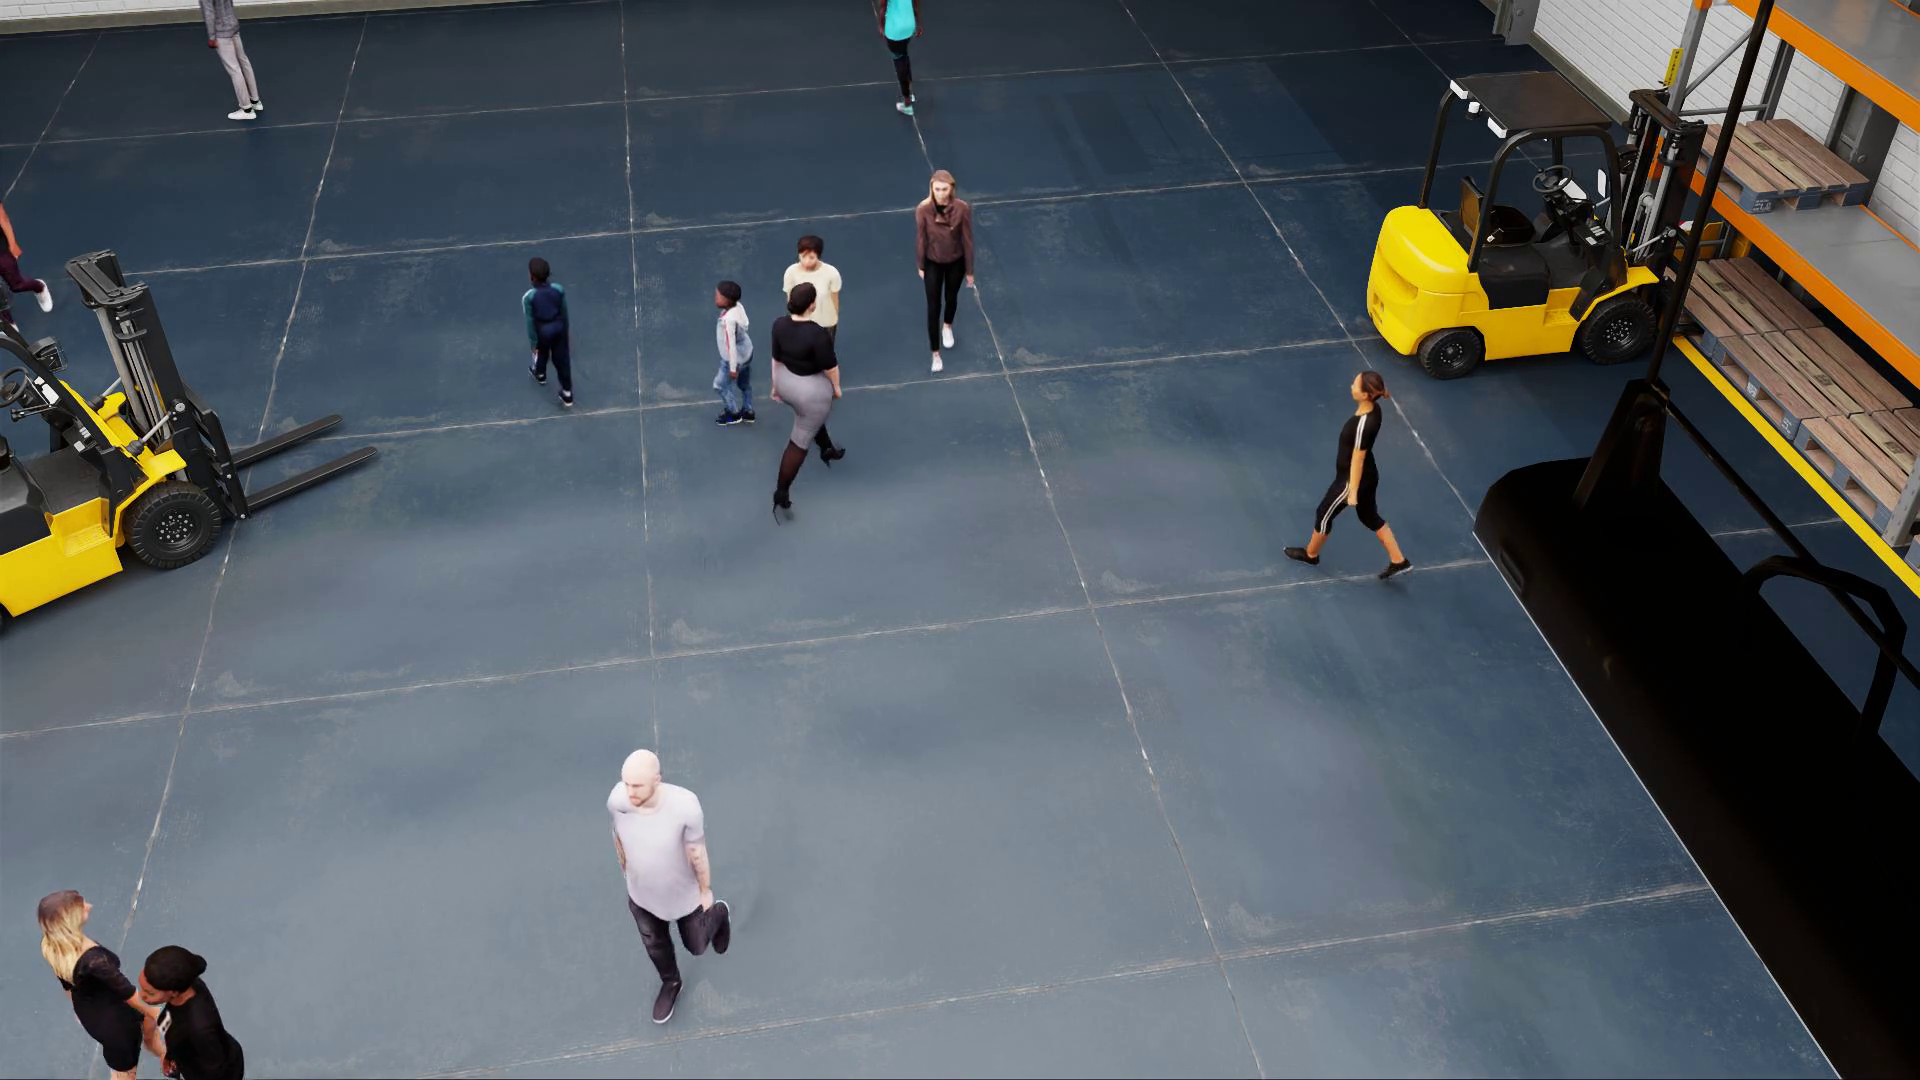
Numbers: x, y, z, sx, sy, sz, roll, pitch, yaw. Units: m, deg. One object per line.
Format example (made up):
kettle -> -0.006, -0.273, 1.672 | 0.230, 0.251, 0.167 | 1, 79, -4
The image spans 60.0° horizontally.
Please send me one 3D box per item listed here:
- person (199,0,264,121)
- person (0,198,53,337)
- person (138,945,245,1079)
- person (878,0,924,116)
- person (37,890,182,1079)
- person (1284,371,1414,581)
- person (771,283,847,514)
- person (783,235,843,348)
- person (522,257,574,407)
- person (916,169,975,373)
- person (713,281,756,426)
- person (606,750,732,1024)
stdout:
person -> -7.574, -5.268, 17.151 | 0.802, 1.839, 0.609 | 5, 39, 6
person -> -8.012, -2.505, 13.748 | 0.720, 1.768, 0.924 | 1, 39, 1
person -> -3.408, 2.411, 7.669 | 0.773, 1.672, 0.667 | -23, 44, -26
person -> -0.571, -5.238, 17.147 | 0.730, 1.798, 0.763 | -24, 45, -27
person -> -4.056, 2.319, 7.812 | 1.003, 1.638, 1.061 | 24, 44, 27
person -> 2.749, -0.386, 11.205 | 1.086, 1.630, 1.117 | 18, 42, 21
person -> -1.162, -0.967, 11.875 | 1.162, 1.703, 1.161 | 26, 45, 28
person -> -1.103, -1.713, 12.923 | 0.754, 1.560, 0.954 | 1, 39, 2
person -> -3.204, -1.610, 13.059 | 0.723, 1.229, 0.910 | -22, 44, -25
person -> -0.117, -2.266, 13.532 | 0.663, 1.665, 1.058 | -3, 39, -4
person -> -1.678, -1.426, 12.813 | 0.648, 1.250, 0.573 | 7, 39, 9
person -> -1.455, 1.680, 8.466 | 0.876, 1.820, 1.004 | 9, 39, 11
